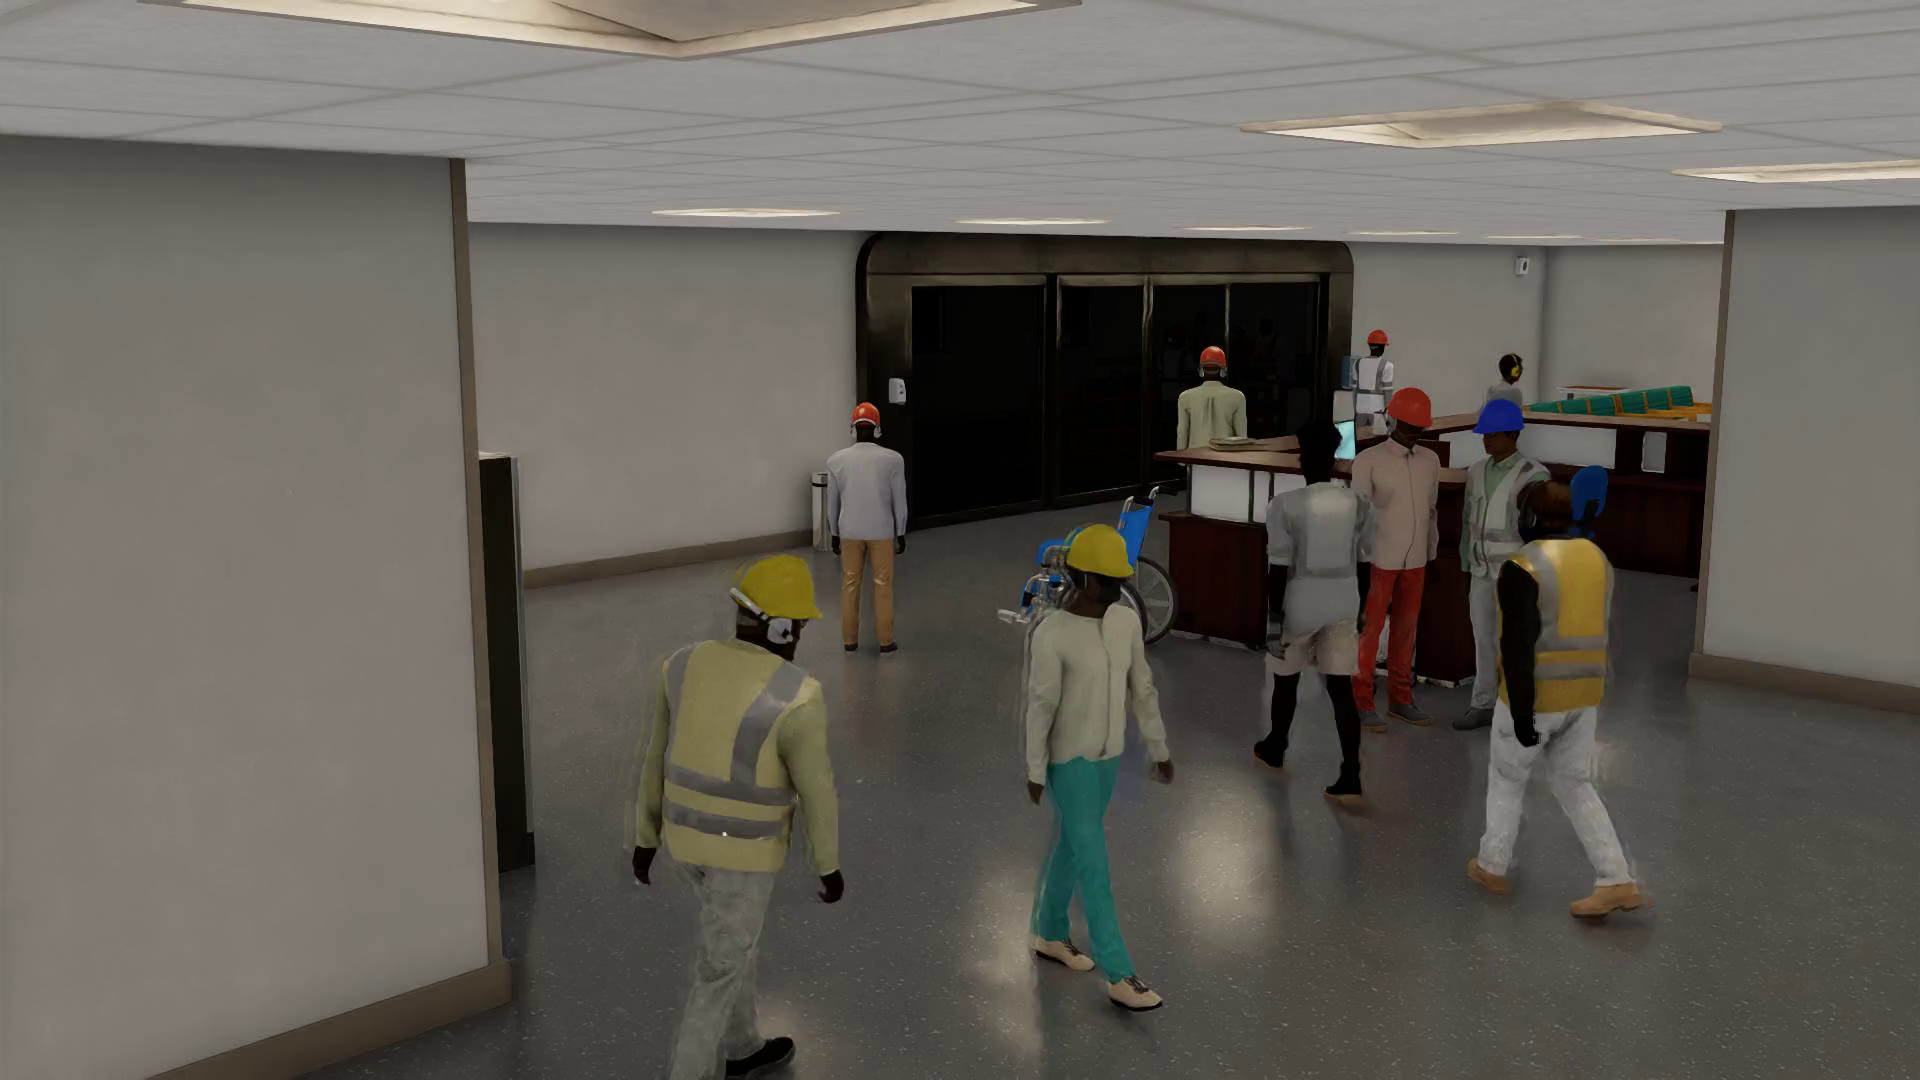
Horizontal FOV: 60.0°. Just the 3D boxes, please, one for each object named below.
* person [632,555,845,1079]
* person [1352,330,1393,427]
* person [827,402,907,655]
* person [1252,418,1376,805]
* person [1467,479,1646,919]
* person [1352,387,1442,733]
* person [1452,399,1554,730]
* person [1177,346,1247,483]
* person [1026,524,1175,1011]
[{"bbox_3d":[-0.672,0.937,5.183,0.610,1.773,0.758,6,11,34],"label":"person"},{"bbox_3d":[4.997,-1.570,20.100,0.392,1.929,0.546,-9,13,-43],"label":"person"},{"bbox_3d":[-0.636,-0.078,11.492,0.564,1.743,0.352,1,9,9],"label":"person"},{"bbox_3d":[1.815,0.342,8.415,0.624,1.914,1.025,-2,9,-13],"label":"person"},{"bbox_3d":[2.488,0.657,6.872,0.642,1.795,0.792,-4,10,-24],"label":"person"},{"bbox_3d":[2.526,0.111,9.597,0.611,1.985,0.393,-4,10,-25],"label":"person"},{"bbox_3d":[3.046,0.171,9.393,0.423,1.939,0.602,-5,11,-29],"label":"person"},{"bbox_3d":[2.176,-0.673,14.366,0.608,1.996,0.375,2,9,12],"label":"person"},{"bbox_3d":[0.551,0.811,6.061,0.546,1.731,0.832,-9,13,-43],"label":"person"}]
